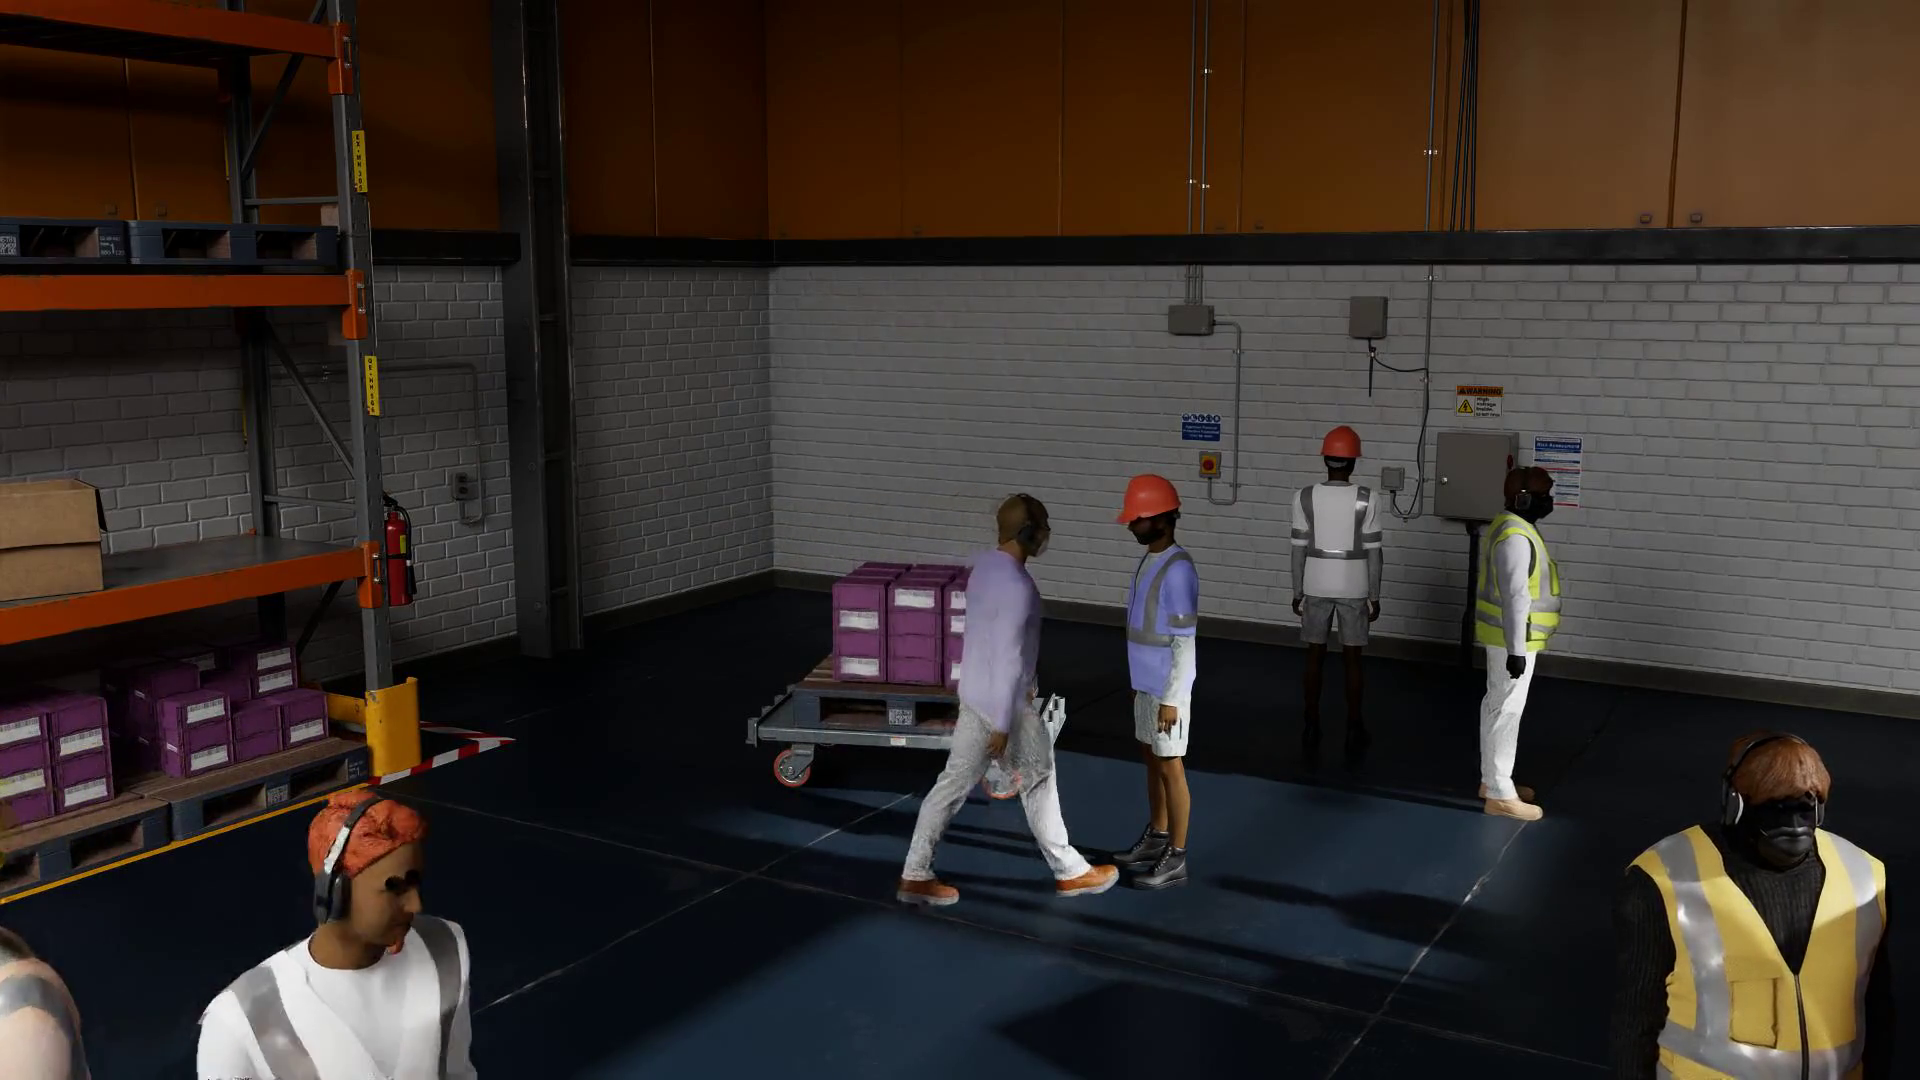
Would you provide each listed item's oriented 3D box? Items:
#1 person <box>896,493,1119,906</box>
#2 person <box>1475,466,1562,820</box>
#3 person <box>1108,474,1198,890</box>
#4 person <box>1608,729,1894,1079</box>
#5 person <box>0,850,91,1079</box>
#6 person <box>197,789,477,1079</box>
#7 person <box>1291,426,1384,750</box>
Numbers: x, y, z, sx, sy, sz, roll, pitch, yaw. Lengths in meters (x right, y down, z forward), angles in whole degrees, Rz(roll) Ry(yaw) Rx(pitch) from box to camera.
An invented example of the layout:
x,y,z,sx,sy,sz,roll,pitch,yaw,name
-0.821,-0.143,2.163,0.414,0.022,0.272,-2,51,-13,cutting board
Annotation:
x,y,z,sx,sy,sz,roll,pitch,yaw,name
0.176,0.723,7.431,1.052,1.888,0.653,-3,10,-18,person
2.935,0.525,8.768,0.430,1.844,0.624,3,9,16,person
0.898,0.653,7.702,0.373,1.928,0.543,-2,9,-10,person
1.801,1.324,3.807,0.620,1.836,0.429,0,9,-1,person
-1.883,1.393,3.202,0.612,1.883,0.963,8,12,41,person
-1.222,1.400,3.242,0.444,1.866,0.654,6,11,34,person
2.250,0.287,9.945,0.543,1.939,0.361,4,10,21,person
